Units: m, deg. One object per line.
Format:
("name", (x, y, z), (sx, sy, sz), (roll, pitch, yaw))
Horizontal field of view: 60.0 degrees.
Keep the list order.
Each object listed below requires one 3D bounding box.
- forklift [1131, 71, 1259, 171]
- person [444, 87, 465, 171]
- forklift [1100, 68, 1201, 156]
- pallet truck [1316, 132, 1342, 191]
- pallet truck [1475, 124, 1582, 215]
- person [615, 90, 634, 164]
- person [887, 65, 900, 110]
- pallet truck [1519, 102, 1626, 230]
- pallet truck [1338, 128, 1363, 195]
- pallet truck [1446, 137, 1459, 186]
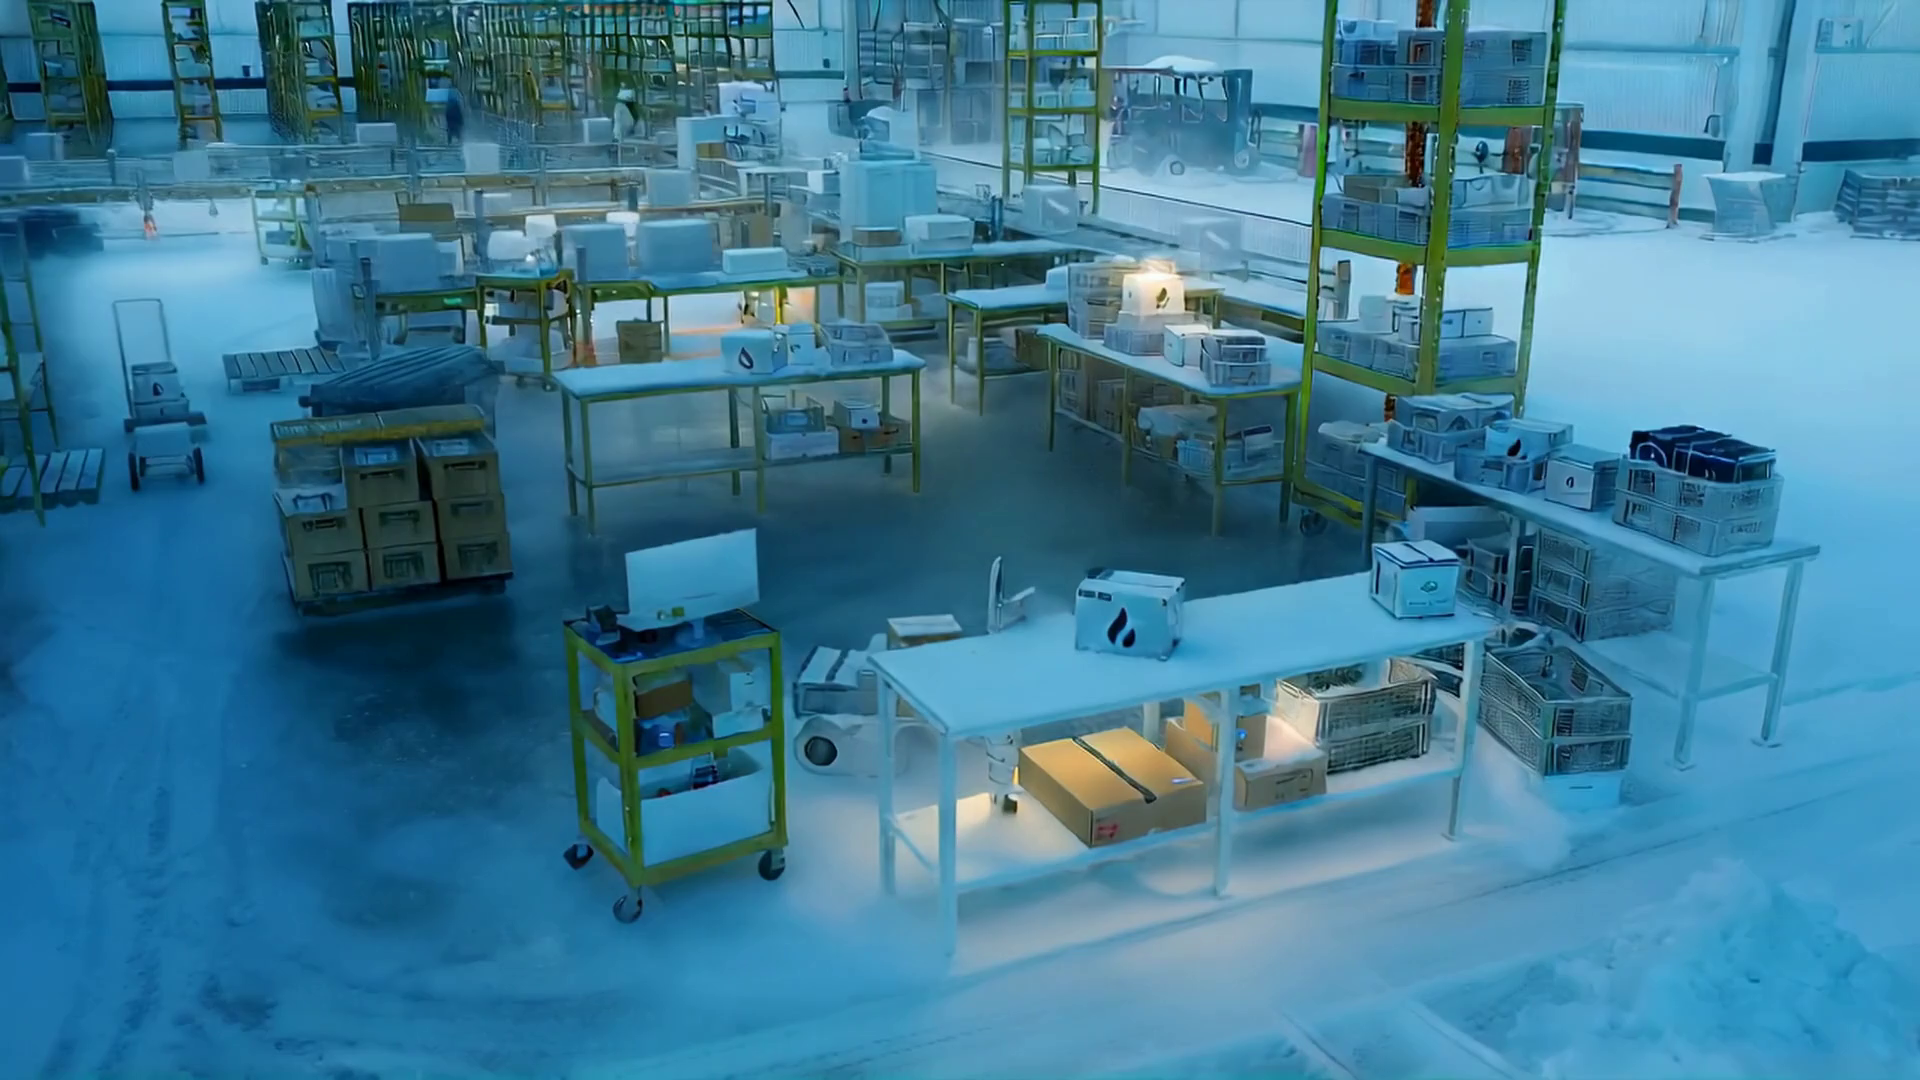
("forklift", (4.998, -8.936, 35.413), (2.680, 1.987, 1.157), (-9, 20, -25))
("person", (-10.486, -8.567, 34.965), (0.950, 1.859, 0.674), (-5, 18, -15))
("forklift", (4.082, -9.564, 37.410), (2.680, 1.987, 1.157), (-8, 19, -23))
("pallet truck", (7.723, -7.504, 32.656), (1.601, 1.201, 0.680), (-8, 19, -23))
("pallet truck", (9.707, -6.455, 28.103), (1.885, 1.965, 0.823), (-7, 19, -20))
("person", (-7.084, -8.597, 35.191), (0.462, 1.800, 0.602), (-3, 18, -10))
("person", (-1.943, -13.408, 50.249), (0.382, 1.845, 0.571), (17, 24, 42))
("pallet truck", (9.972, -6.037, 26.785), (1.885, 1.965, 0.823), (-9, 20, -25))
("pallet truck", (7.845, -7.140, 31.411), (1.522, 1.261, 0.704), (-9, 20, -25))
("pallet truck", (9.184, -6.485, 29.328), (1.630, 1.274, 0.653), (-8, 19, -23))
